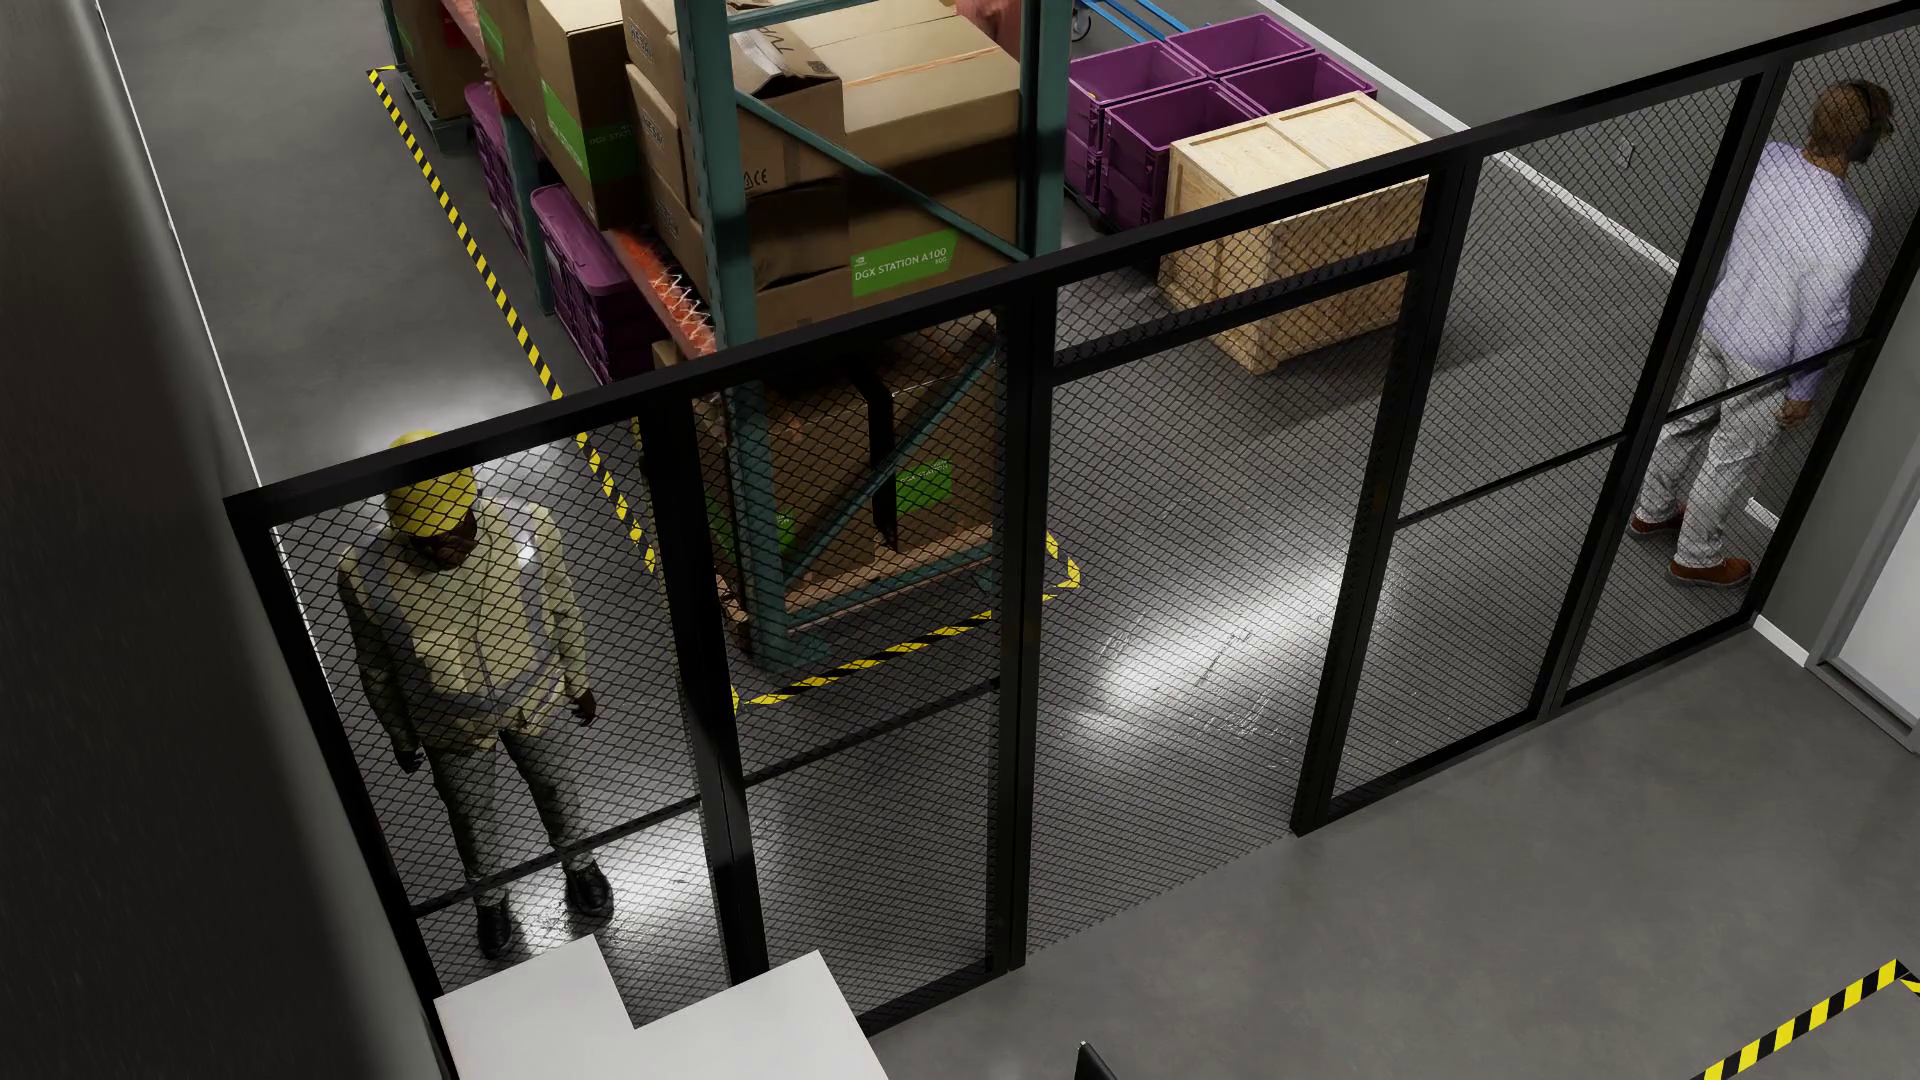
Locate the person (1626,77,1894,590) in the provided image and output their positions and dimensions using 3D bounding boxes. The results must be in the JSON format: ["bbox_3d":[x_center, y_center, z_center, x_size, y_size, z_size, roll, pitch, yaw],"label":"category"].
[{"bbox_3d":[2.725,-0.667,5.676,0.372,1.939,0.630,-8,43,-9],"label":"person"}]

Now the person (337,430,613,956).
[{"bbox_3d":[-1.289,0.437,4.545,0.590,1.833,0.403,-18,46,-19],"label":"person"}]

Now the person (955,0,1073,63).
[{"bbox_3d":[0.197,-1.822,6.897,0.622,1.992,0.397,-32,51,-30],"label":"person"}]
